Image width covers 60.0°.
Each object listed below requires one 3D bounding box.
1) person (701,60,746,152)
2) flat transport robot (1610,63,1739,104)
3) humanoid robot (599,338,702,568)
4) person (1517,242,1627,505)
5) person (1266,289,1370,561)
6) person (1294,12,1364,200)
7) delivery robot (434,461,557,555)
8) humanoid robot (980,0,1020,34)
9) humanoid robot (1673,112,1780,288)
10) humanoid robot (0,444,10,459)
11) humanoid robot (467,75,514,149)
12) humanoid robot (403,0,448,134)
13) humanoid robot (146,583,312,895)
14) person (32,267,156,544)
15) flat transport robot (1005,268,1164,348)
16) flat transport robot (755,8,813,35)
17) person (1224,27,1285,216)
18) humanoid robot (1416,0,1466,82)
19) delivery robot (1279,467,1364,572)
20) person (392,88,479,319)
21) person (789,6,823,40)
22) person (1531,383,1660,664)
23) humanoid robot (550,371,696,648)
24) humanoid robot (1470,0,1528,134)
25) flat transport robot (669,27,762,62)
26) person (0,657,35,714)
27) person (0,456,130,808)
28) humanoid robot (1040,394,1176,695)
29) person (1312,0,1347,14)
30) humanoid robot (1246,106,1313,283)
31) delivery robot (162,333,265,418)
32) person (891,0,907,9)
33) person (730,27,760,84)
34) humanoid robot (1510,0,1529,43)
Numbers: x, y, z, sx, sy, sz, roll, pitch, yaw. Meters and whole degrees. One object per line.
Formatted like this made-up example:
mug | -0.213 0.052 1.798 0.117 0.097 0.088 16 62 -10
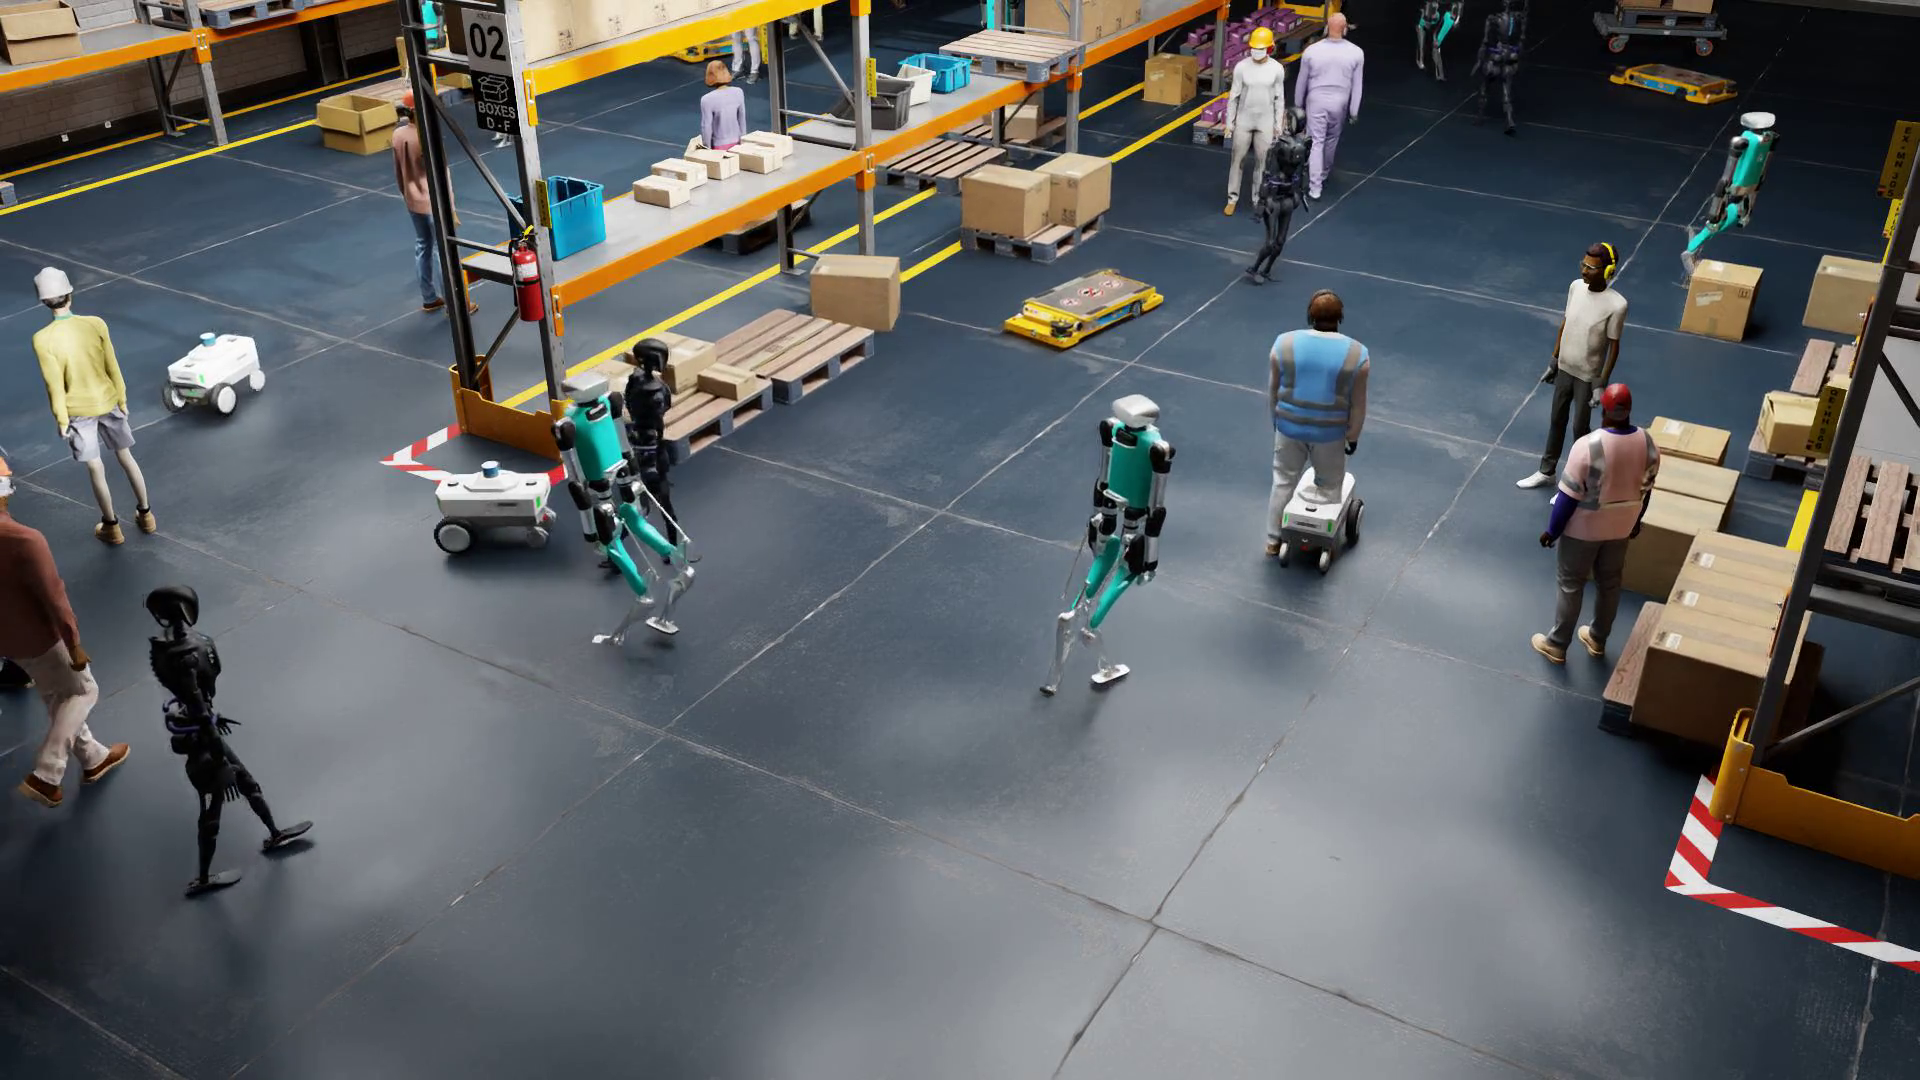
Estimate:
person | -2.338 -3.931 16.516 0.500 1.628 0.287 -22 36 -33
flat transport robot | 9.147 -5.857 21.302 0.659 0.231 1.431 -19 34 -30
humanoid robot | -2.006 -0.524 10.474 0.634 1.641 0.623 -15 33 -24
person | 4.199 -1.128 11.310 0.328 1.873 0.516 -15 33 -24
person | 2.253 -0.719 10.636 0.625 1.834 0.432 7 30 13
person | 3.832 -4.572 17.413 0.667 1.848 0.979 3 30 5
delivery robot | -3.119 -0.234 11.070 0.774 0.599 0.499 -1 29 -1
humanoid robot | 0.594 -5.868 19.690 0.533 1.681 0.735 20 35 31
humanoid robot | 6.637 -2.952 14.755 0.532 1.818 0.825 -15 33 -25
humanoid robot | -6.402 -0.584 10.549 0.397 1.652 0.600 25 38 37
humanoid robot | -5.329 -5.363 18.922 0.540 1.738 0.817 23 37 35
humanoid robot | -6.191 -5.417 19.082 0.536 1.835 0.663 16 33 26
humanoid robot | -3.515 0.921 7.893 0.654 1.637 0.584 -16 33 -26
person | -5.647 -0.857 10.818 0.471 1.886 0.398 -26 38 -38
flat transport robot | 1.100 -2.038 14.547 0.659 0.231 1.431 24 37 36
flat transport robot | -2.827 -7.573 24.337 0.659 0.231 1.431 4 30 7
person | 2.959 -4.192 16.708 0.573 1.893 0.374 3 30 5
humanoid robot | 6.232 -6.881 21.687 0.544 1.770 1.061 -3 30 -5
delivery robot | 2.367 -0.182 10.986 0.499 0.607 0.808 12 32 20
person | -4.557 -2.900 14.326 0.611 1.987 0.395 19 35 30
person | -2.155 -7.946 23.537 0.603 1.704 0.354 5 30 8
person | 3.647 -0.084 9.588 0.613 1.748 0.419 -5 30 -10
humanoid robot | -1.863 -0.082 9.624 0.791 1.784 0.557 15 33 24
humanoid robot | 6.340 -5.590 19.440 0.599 1.642 0.740 -6 30 -10
flat transport robot | -3.309 -6.901 23.149 1.431 0.231 0.659 -22 36 -34
person | -5.570 0.076 9.098 0.381 1.957 0.602 5 30 8
person | -4.711 0.488 8.381 0.652 1.949 0.657 9 31 16
humanoid robot | 0.749 0.146 9.295 0.797 1.882 0.541 -20 35 -31
person | 5.566 -8.774 24.874 0.534 1.827 0.686 -14 32 -23
humanoid robot | 2.898 -3.111 15.027 0.610 1.645 0.371 -18 34 -29
delivery robot | -5.811 -1.325 12.987 0.499 0.587 0.762 8 30 13
person | -0.928 -9.118 25.417 0.615 1.892 0.930 -10 31 -17
person | -2.815 -6.902 21.447 0.499 1.948 0.427 16 33 26
humanoid robot | 7.915 -7.887 23.465 0.601 1.644 0.463 6 30 11
